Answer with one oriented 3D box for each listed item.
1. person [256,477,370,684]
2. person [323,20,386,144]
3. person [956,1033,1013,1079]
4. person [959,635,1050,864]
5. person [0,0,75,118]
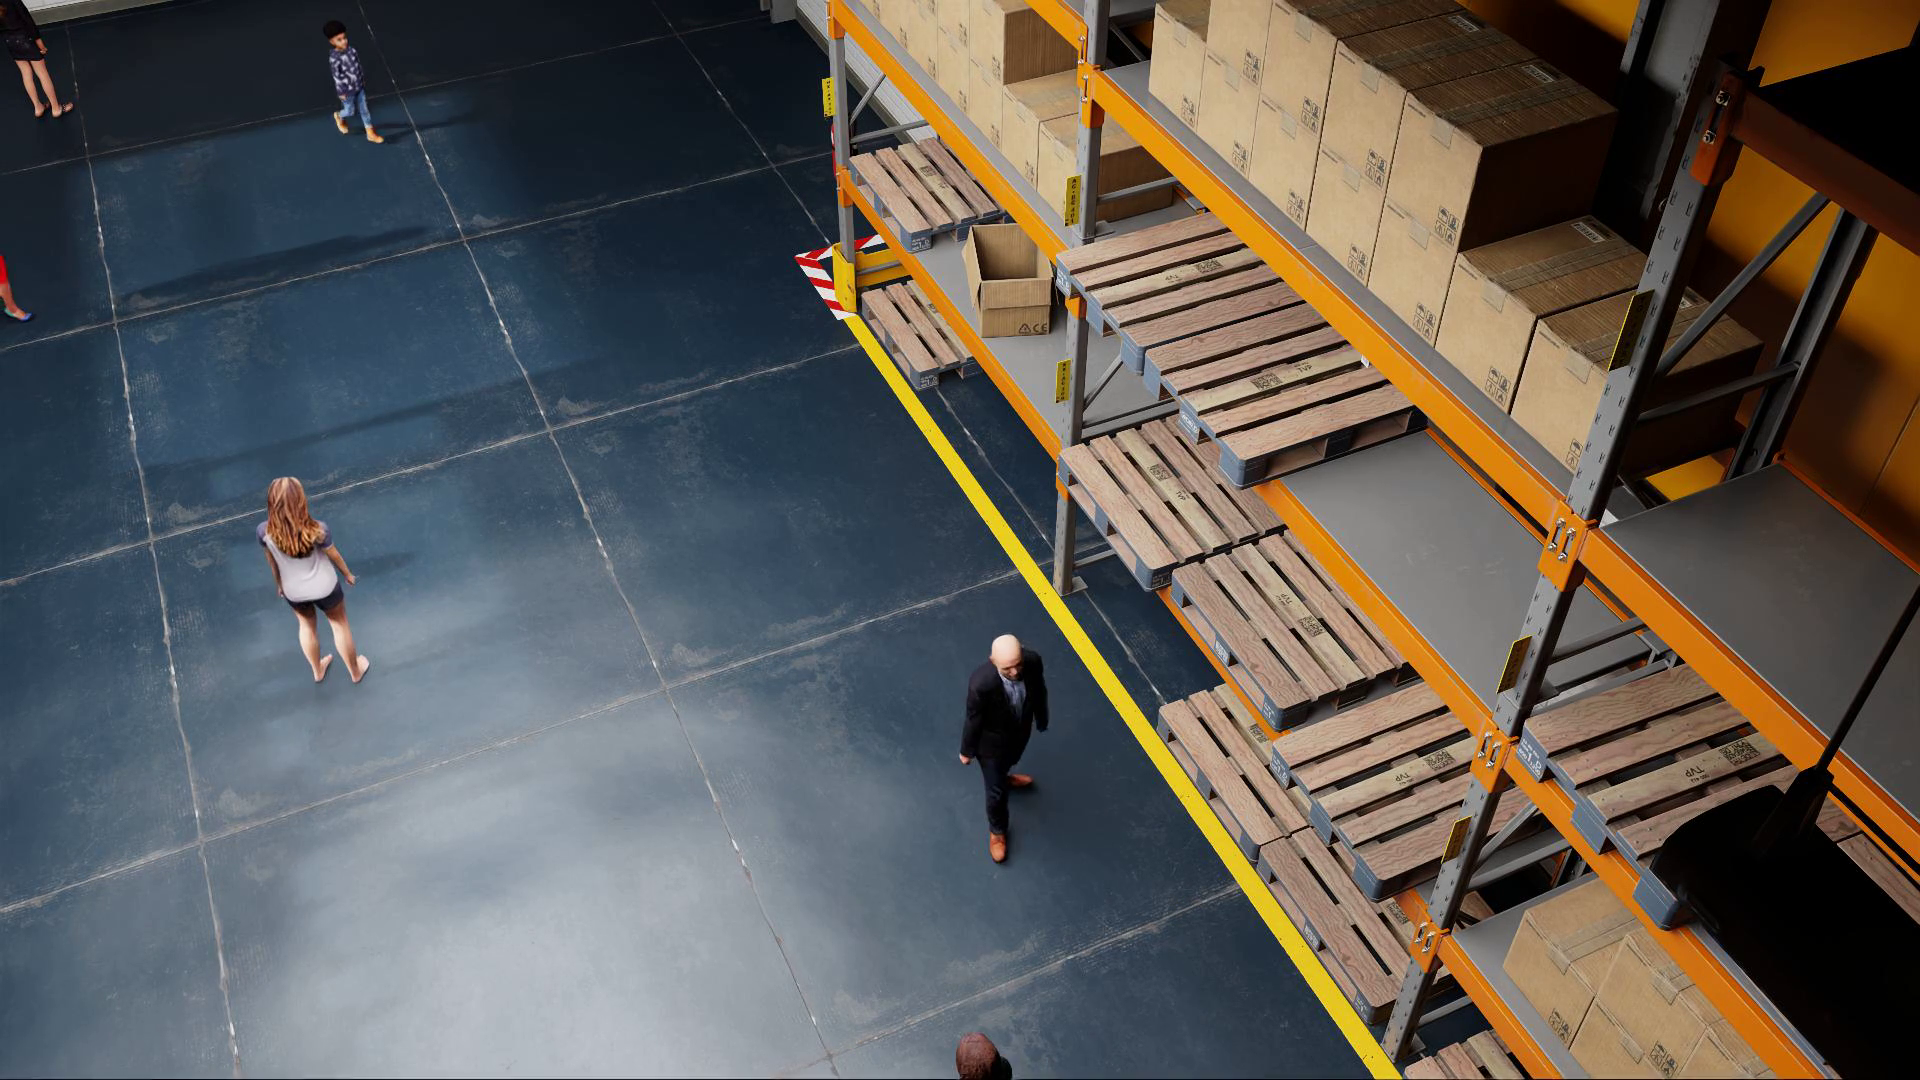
[{"bbox_3d":[-4.176,0.318,10.717,0.691,1.715,0.673,-3,44,-3],"label":"person"},{"bbox_3d":[-5.923,-4.425,16.042,0.856,1.237,0.731,24,48,23],"label":"person"},{"bbox_3d":[0.147,2.940,7.982,0.733,1.691,0.691,35,53,31],"label":"person"},{"bbox_3d":[0.257,1.111,9.844,0.844,1.770,0.849,-30,51,-28],"label":"person"},{"bbox_3d":[-9.209,-4.901,16.311,0.643,1.556,0.685,5,44,6],"label":"person"}]
